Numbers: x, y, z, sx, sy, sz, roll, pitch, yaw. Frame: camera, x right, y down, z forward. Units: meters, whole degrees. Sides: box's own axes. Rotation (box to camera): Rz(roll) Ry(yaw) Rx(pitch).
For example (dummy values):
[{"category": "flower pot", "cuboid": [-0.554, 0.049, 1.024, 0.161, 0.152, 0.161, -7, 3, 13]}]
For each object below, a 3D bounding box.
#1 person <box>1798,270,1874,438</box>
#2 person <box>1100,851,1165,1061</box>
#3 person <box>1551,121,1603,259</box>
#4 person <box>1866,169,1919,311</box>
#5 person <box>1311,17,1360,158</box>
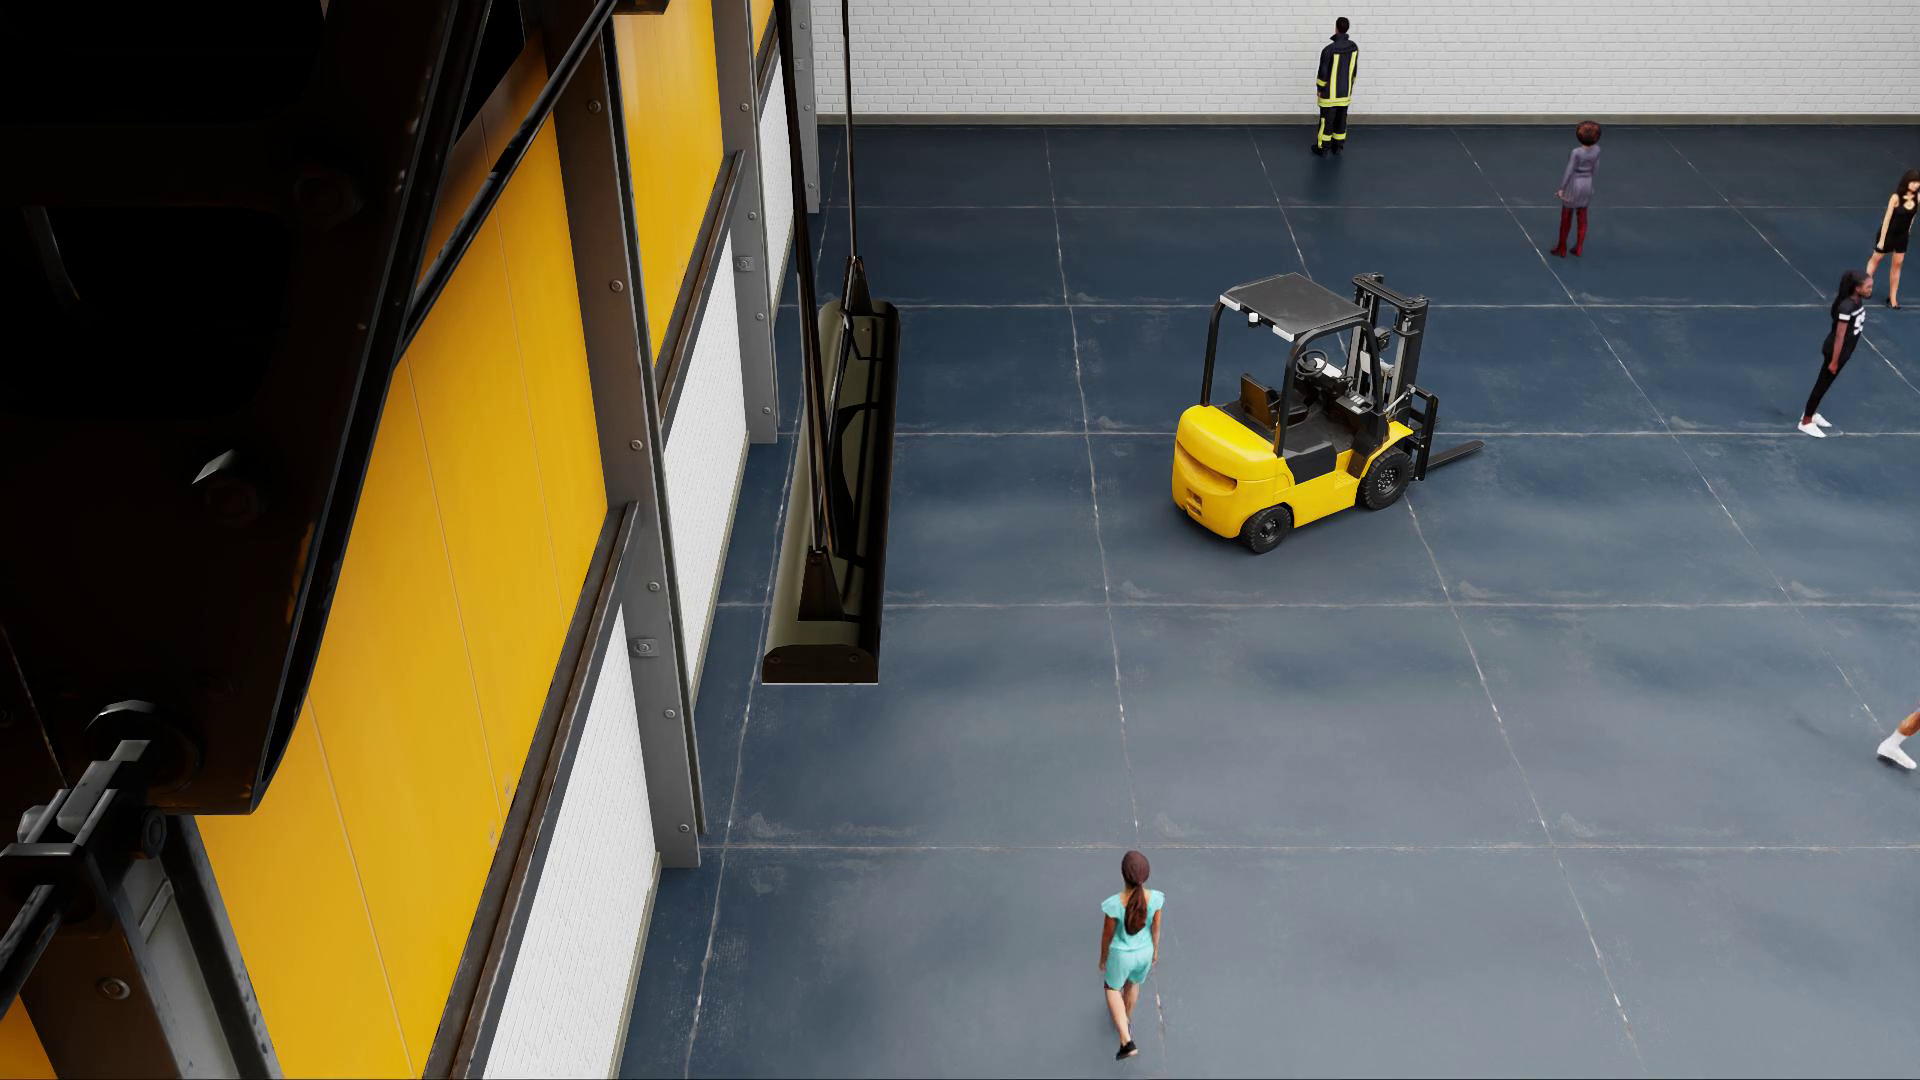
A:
[{"category": "person", "cuboid": [8.795, -1.887, 16.674, 0.762, 1.729, 0.677, 23, 40, 30]}, {"category": "person", "cuboid": [1.055, 2.561, 10.148, 0.652, 1.545, 0.885, -7, 34, -10]}, {"category": "person", "cuboid": [7.544, -4.251, 20.249, 0.648, 1.709, 0.585, -8, 34, -11]}, {"category": "person", "cuboid": [10.743, -3.537, 19.253, 0.653, 1.621, 0.918, -3, 34, -5]}, {"category": "person", "cuboid": [5.236, -6.311, 23.149, 0.872, 1.928, 0.824, -12, 36, -18]}]
